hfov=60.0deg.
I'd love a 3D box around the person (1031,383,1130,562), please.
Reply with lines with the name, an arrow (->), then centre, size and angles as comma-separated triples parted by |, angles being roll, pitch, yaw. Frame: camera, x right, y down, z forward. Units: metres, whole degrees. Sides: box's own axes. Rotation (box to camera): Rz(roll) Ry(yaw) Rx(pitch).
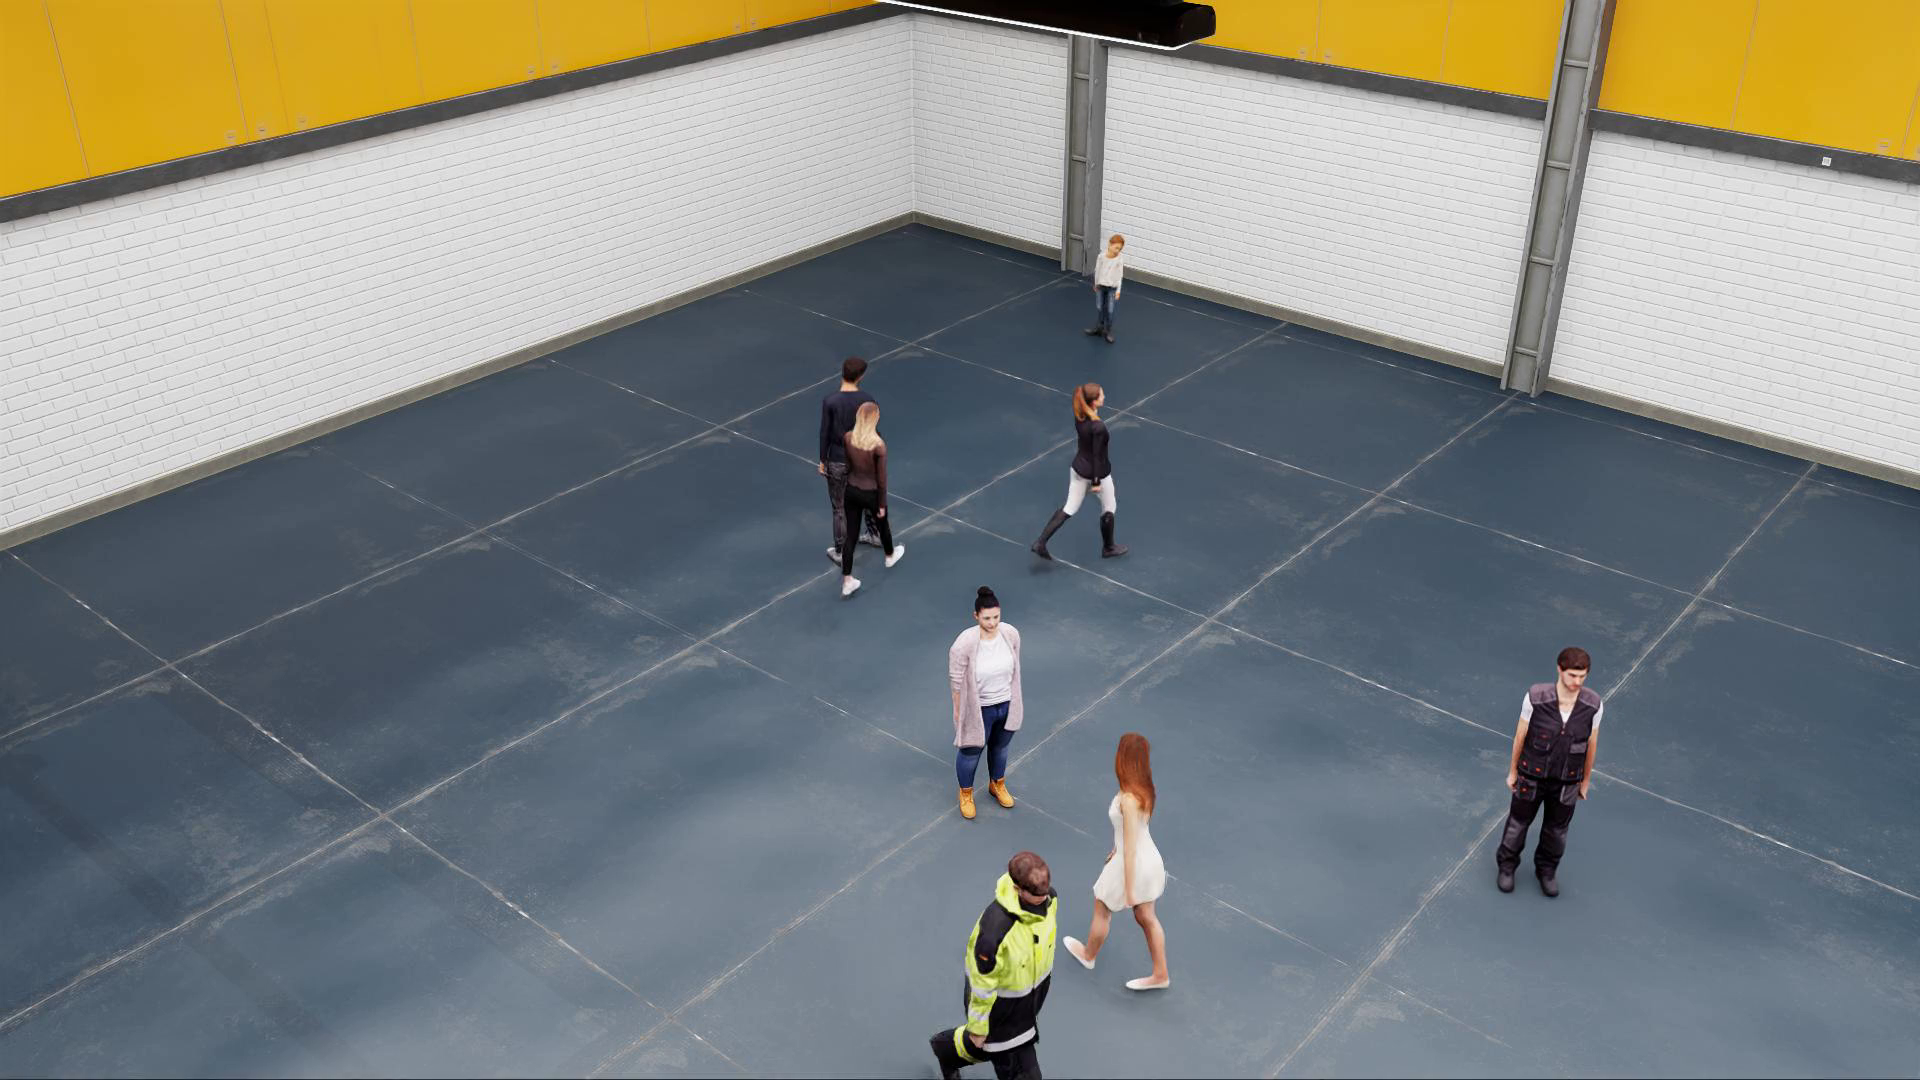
person -> 1.034, -0.528, 14.329 | 0.986, 1.697, 1.163 | -12, 31, -21

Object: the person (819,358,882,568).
person -> -0.910, -0.680, 14.449 | 0.803, 1.850, 0.756 | -21, 35, -33

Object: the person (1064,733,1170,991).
person -> 1.078, 1.965, 9.795 | 0.988, 1.663, 0.760 | 9, 30, 16

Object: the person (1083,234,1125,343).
person -> 1.680, -2.910, 19.114 | 0.513, 1.297, 0.726 | 20, 34, 32

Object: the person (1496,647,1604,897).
person -> 3.730, 1.462, 10.529 | 0.705, 1.843, 0.813 | 5, 29, 10

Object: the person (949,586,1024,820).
person -> 0.180, 1.088, 11.318 | 0.783, 1.743, 0.779 | -13, 31, -22

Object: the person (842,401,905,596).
person -> -0.852, -0.318, 13.990 | 1.077, 1.654, 0.828 | 15, 32, 25

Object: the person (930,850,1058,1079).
person -> 0.180, 2.359, 8.789 | 1.218, 1.935, 0.885 | 18, 34, 30
